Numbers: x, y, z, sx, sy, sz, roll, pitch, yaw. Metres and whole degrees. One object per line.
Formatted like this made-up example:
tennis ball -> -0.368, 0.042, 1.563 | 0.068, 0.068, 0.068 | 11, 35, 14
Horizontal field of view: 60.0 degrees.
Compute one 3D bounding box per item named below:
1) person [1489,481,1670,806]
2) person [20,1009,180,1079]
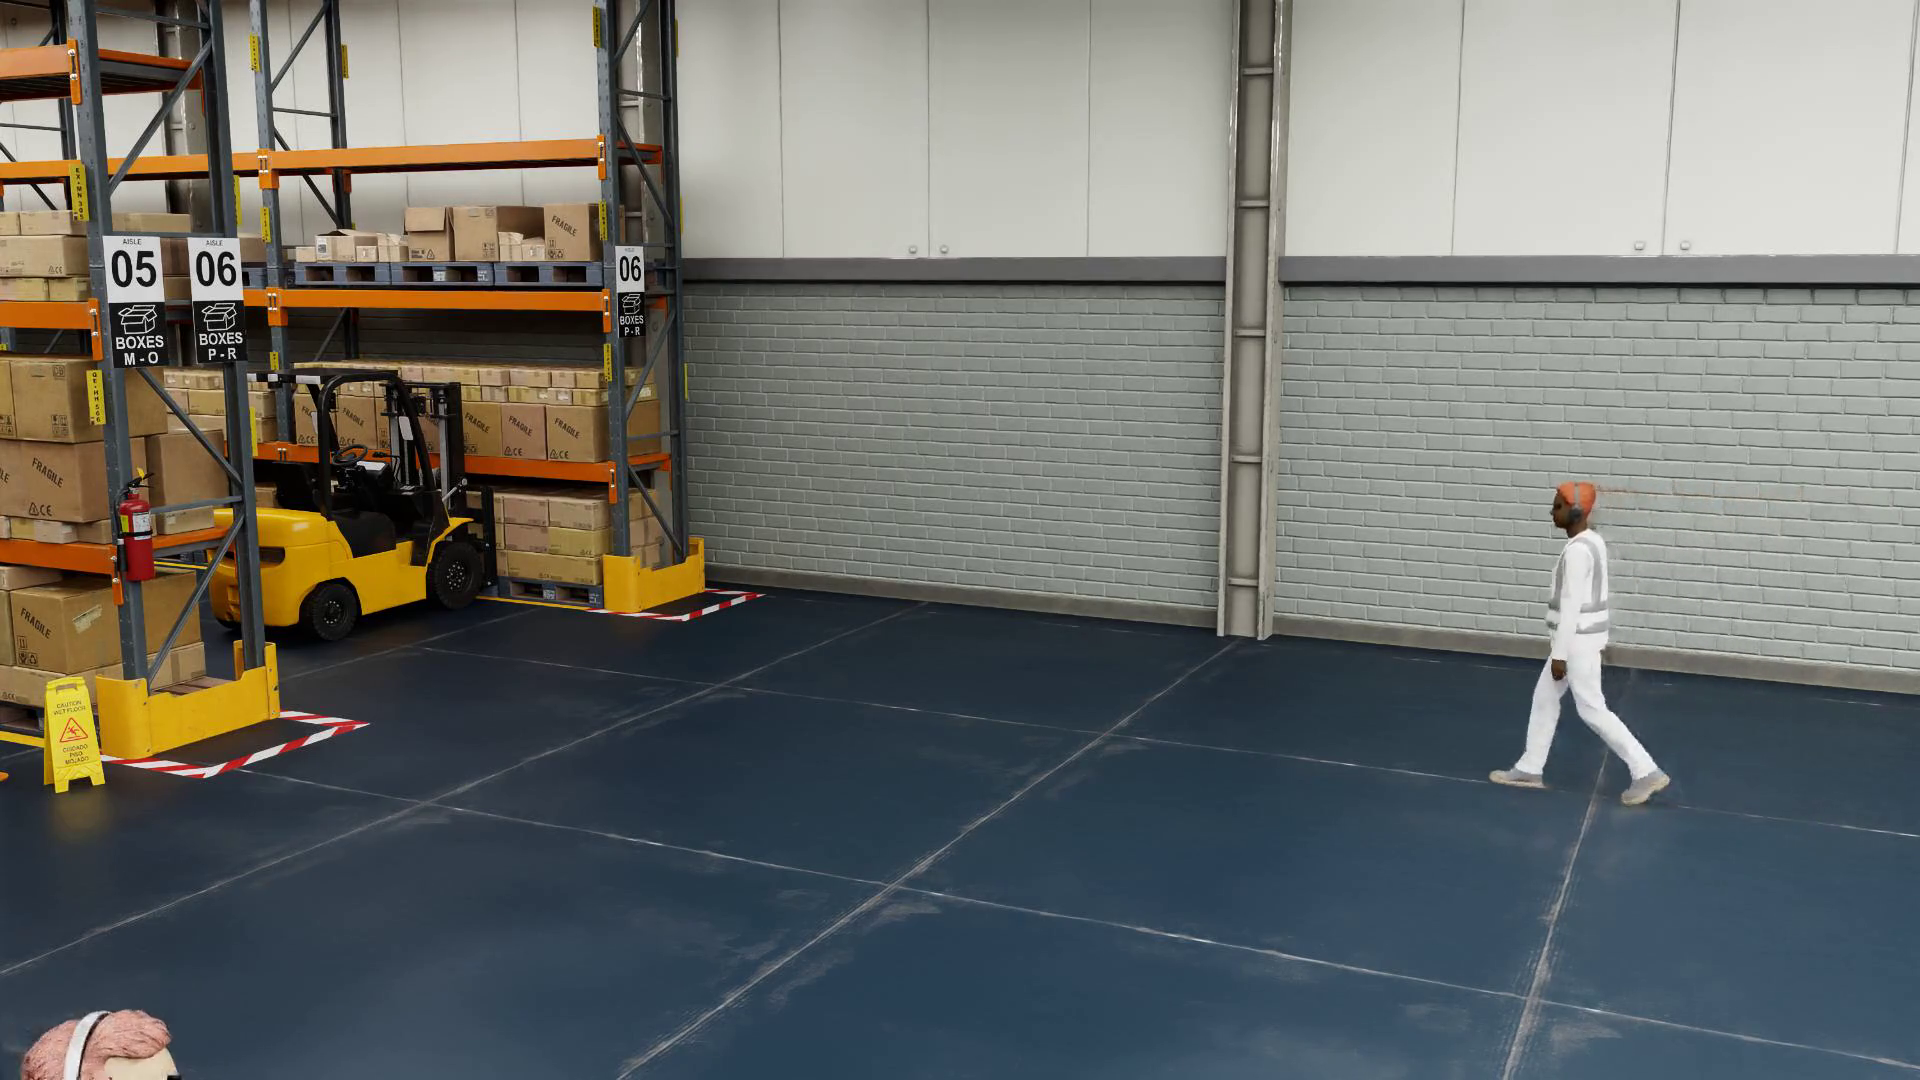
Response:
person -> 3.591, 0.582, 9.480 | 0.949, 1.851, 0.590 | 4, 10, 25
person -> -1.461, 1.670, 2.706 | 0.868, 1.875, 0.645 | 0, 9, 0
